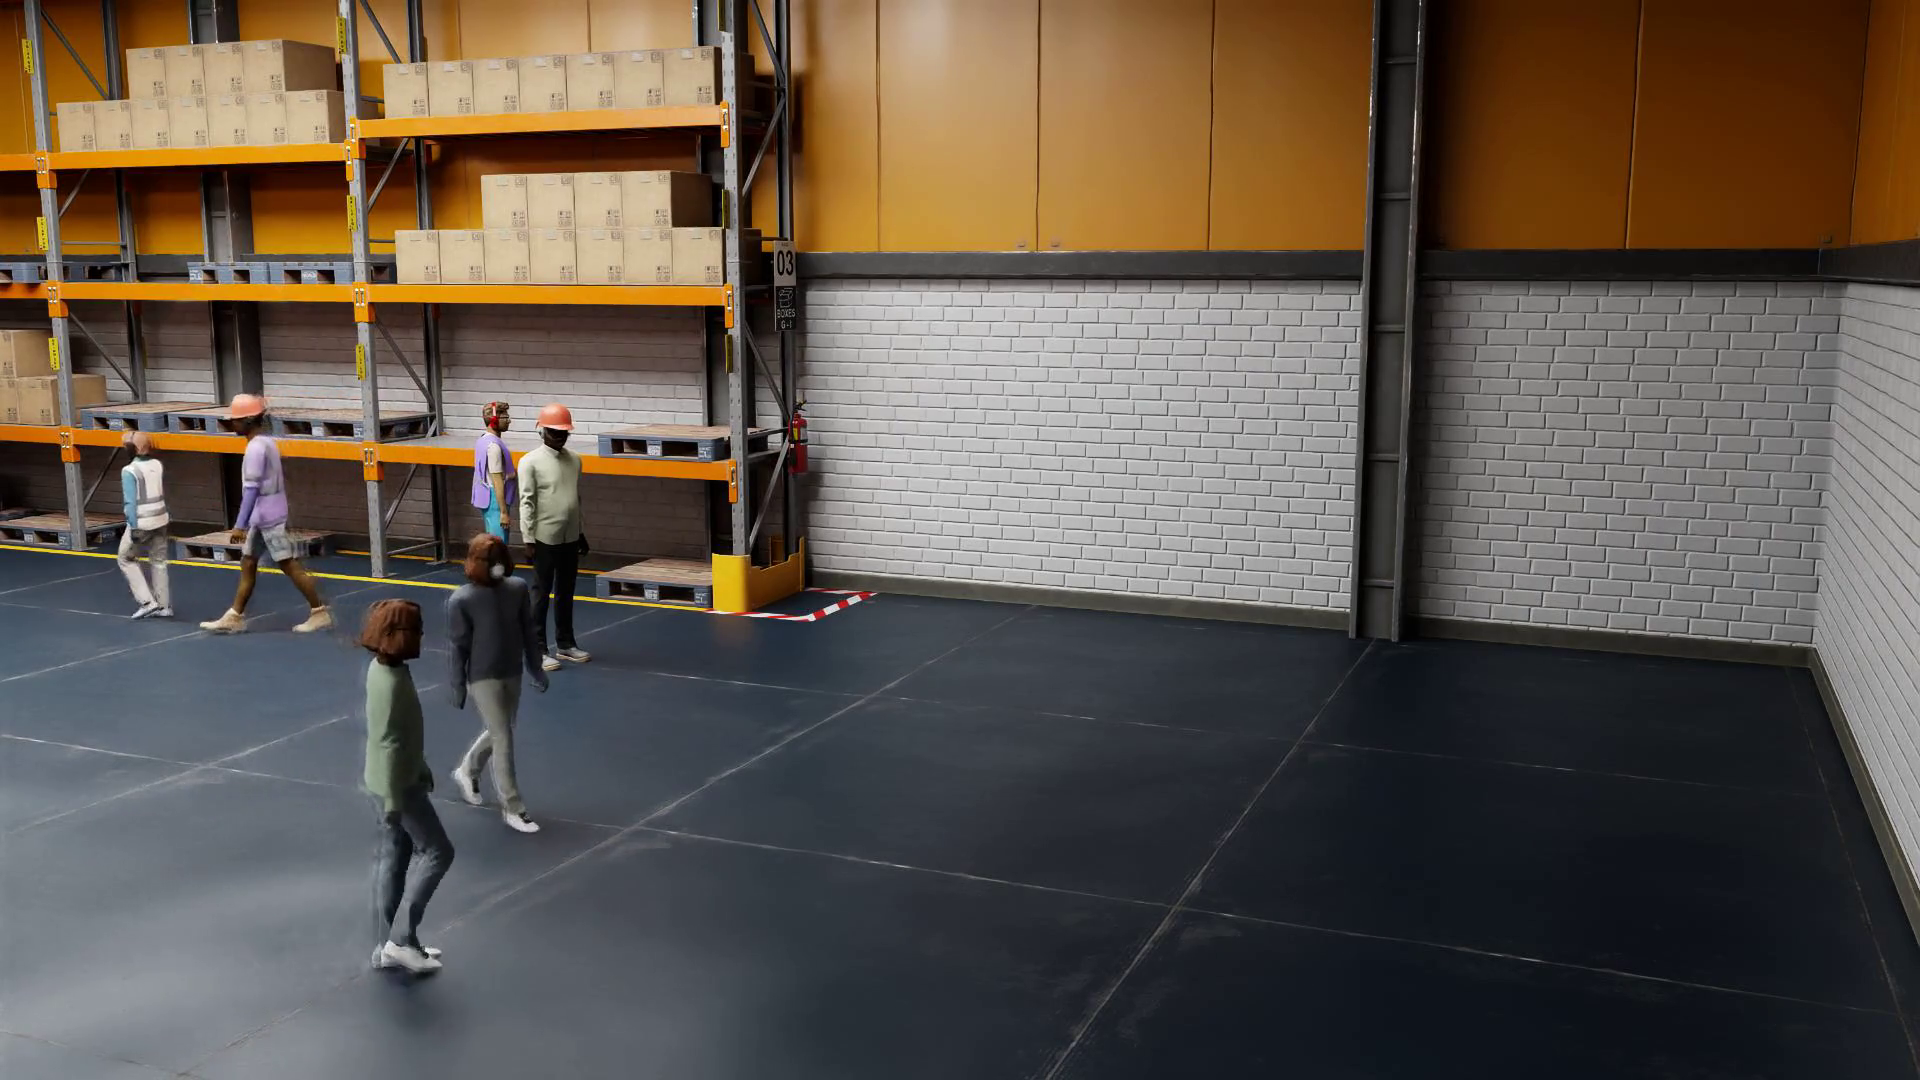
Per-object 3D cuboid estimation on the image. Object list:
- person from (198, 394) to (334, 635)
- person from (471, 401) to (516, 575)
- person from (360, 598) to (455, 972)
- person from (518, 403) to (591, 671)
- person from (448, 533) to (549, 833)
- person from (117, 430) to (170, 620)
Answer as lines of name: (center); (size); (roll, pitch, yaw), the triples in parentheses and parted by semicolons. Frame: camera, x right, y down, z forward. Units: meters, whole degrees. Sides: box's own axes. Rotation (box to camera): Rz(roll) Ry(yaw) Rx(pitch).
person: (-5.646, -0.187, 13.498); (1.041, 1.988, 0.616); (-3, 10, -19)
person: (-4.020, -0.276, 14.400); (0.390, 1.847, 0.566); (-4, 10, -25)
person: (-2.349, 1.043, 7.086); (0.382, 1.620, 0.510); (-4, 10, -23)
person: (-3.024, -0.031, 12.475); (0.396, 1.990, 0.622); (6, 11, 31)
person: (-2.556, 0.734, 9.018); (0.783, 1.606, 0.501); (7, 11, 35)
person: (-6.938, -0.121, 14.137); (0.377, 1.623, 0.519); (2, 10, 14)
